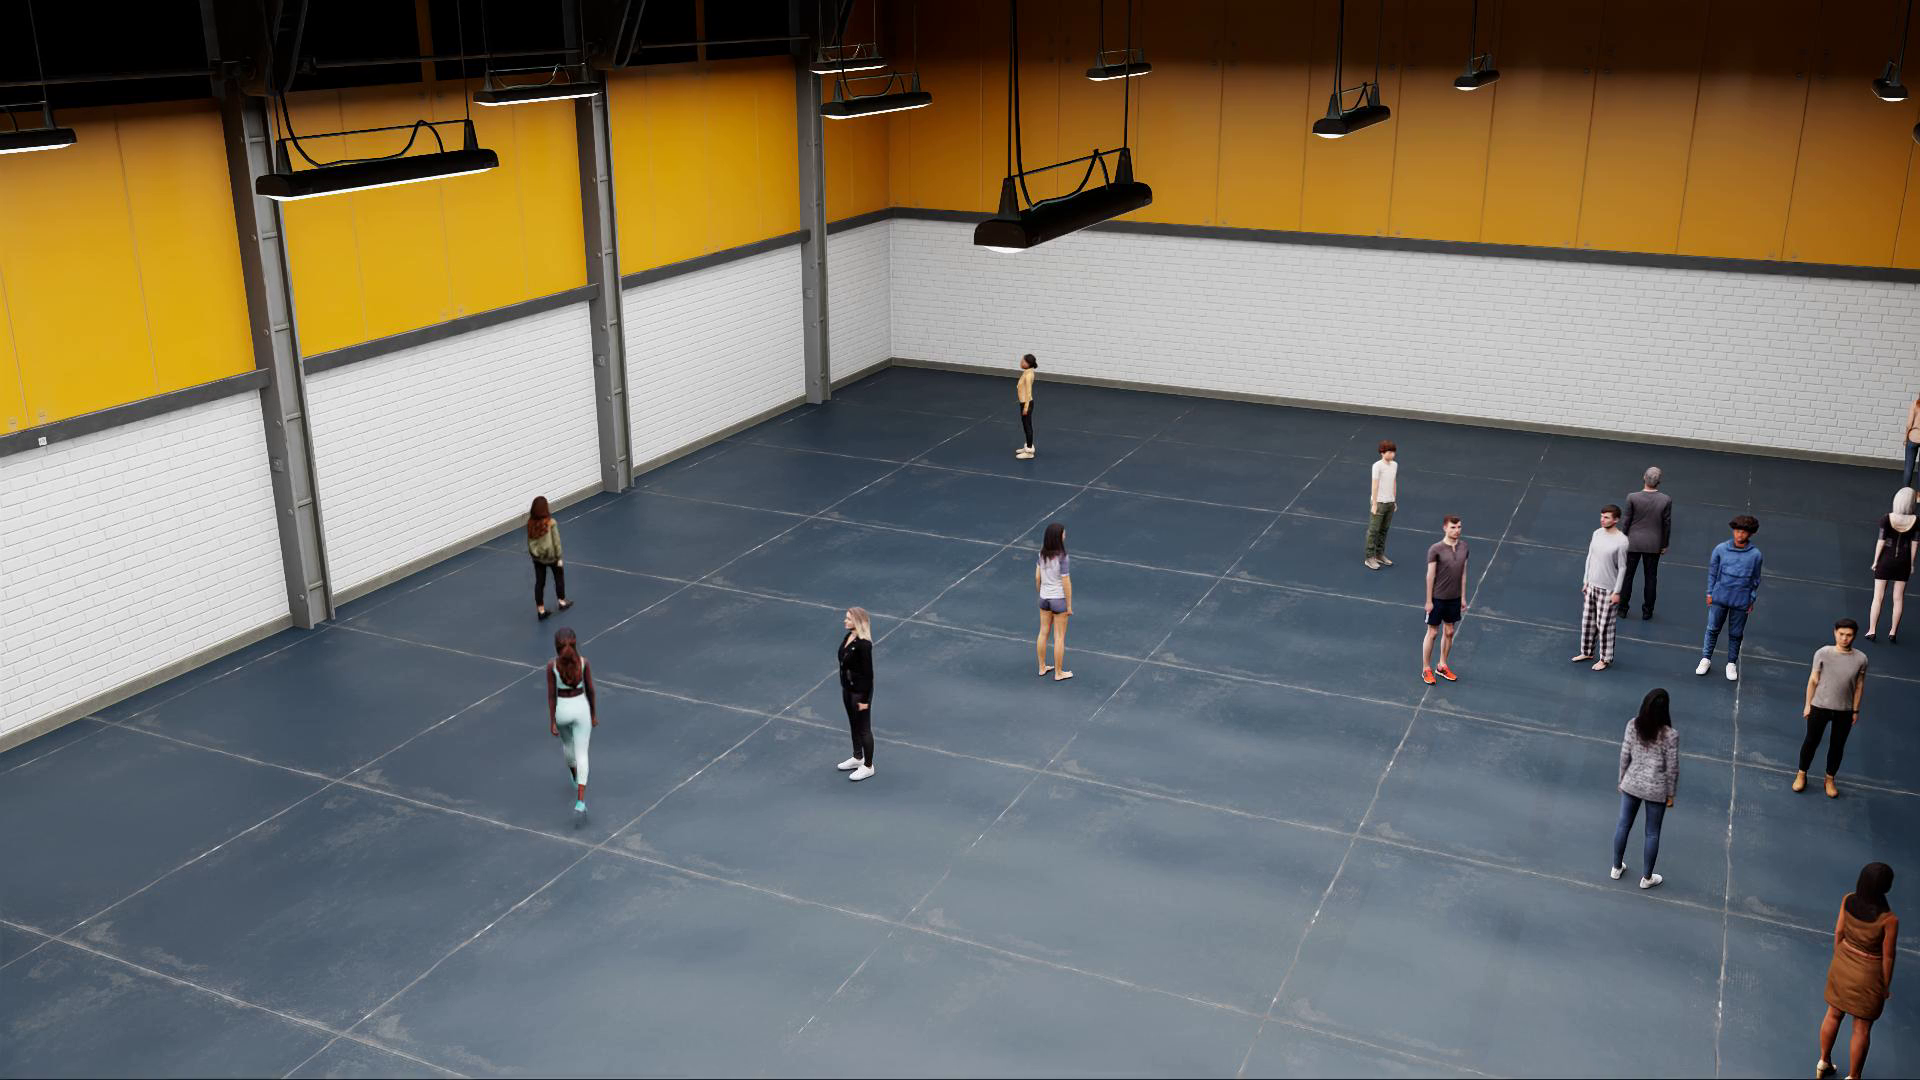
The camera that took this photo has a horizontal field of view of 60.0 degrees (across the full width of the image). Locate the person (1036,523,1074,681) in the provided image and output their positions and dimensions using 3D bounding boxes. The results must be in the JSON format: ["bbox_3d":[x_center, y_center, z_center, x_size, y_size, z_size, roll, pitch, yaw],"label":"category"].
[{"bbox_3d":[1.007,0.643,17.830,0.642,1.733,0.597,17,25,41],"label":"person"}]

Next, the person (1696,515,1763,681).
[{"bbox_3d":[8.285,0.591,17.860,0.673,1.811,0.569,10,21,26],"label":"person"}]

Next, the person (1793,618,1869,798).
[{"bbox_3d":[8.014,1.514,15.260,0.605,1.721,0.514,8,20,22],"label":"person"}]

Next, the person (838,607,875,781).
[{"bbox_3d":[-0.949,1.419,15.599,0.725,1.686,0.695,-10,21,-26],"label":"person"}]

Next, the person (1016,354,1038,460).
[{"bbox_3d":[1.053,-2.116,26.140,0.733,1.657,0.601,1,19,4],"label":"person"}]

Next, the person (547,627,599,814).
[{"bbox_3d":[-3.471,1.643,14.937,1.045,1.684,1.214,-4,19,-11],"label":"person"}]

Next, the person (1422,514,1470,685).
[{"bbox_3d":[5.169,0.609,17.743,0.718,1.853,0.771,-6,20,-17],"label":"person"}]

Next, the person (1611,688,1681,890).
[{"bbox_3d":[5.653,2.028,13.718,0.672,1.733,0.623,16,25,40],"label":"person"}]

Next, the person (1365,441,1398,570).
[{"bbox_3d":[5.399,-0.472,21.269,0.625,1.651,0.719,-12,22,-31],"label":"person"}]

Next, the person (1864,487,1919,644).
[{"bbox_3d":[10.536,0.280,18.756,0.599,1.830,0.531,6,19,17],"label":"person"}]

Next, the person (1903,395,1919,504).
[{"bbox_3d":[13.787,-1.420,23.863,0.591,1.792,0.526,7,20,21],"label":"person"}]

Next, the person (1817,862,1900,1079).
[{"bbox_3d":[6.015,2.919,11.138,0.685,1.690,0.641,-9,20,-24],"label":"person"}]

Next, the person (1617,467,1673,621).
[{"bbox_3d":[8.008,0.027,19.491,0.766,1.841,0.656,5,19,14],"label":"person"}]

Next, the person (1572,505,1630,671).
[{"bbox_3d":[7.003,0.495,18.090,0.741,1.847,0.709,-10,21,-27],"label":"person"}]

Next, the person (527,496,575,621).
[{"bbox_3d":[-4.892,0.230,19.486,0.689,1.458,0.827,5,19,14],"label":"person"}]
